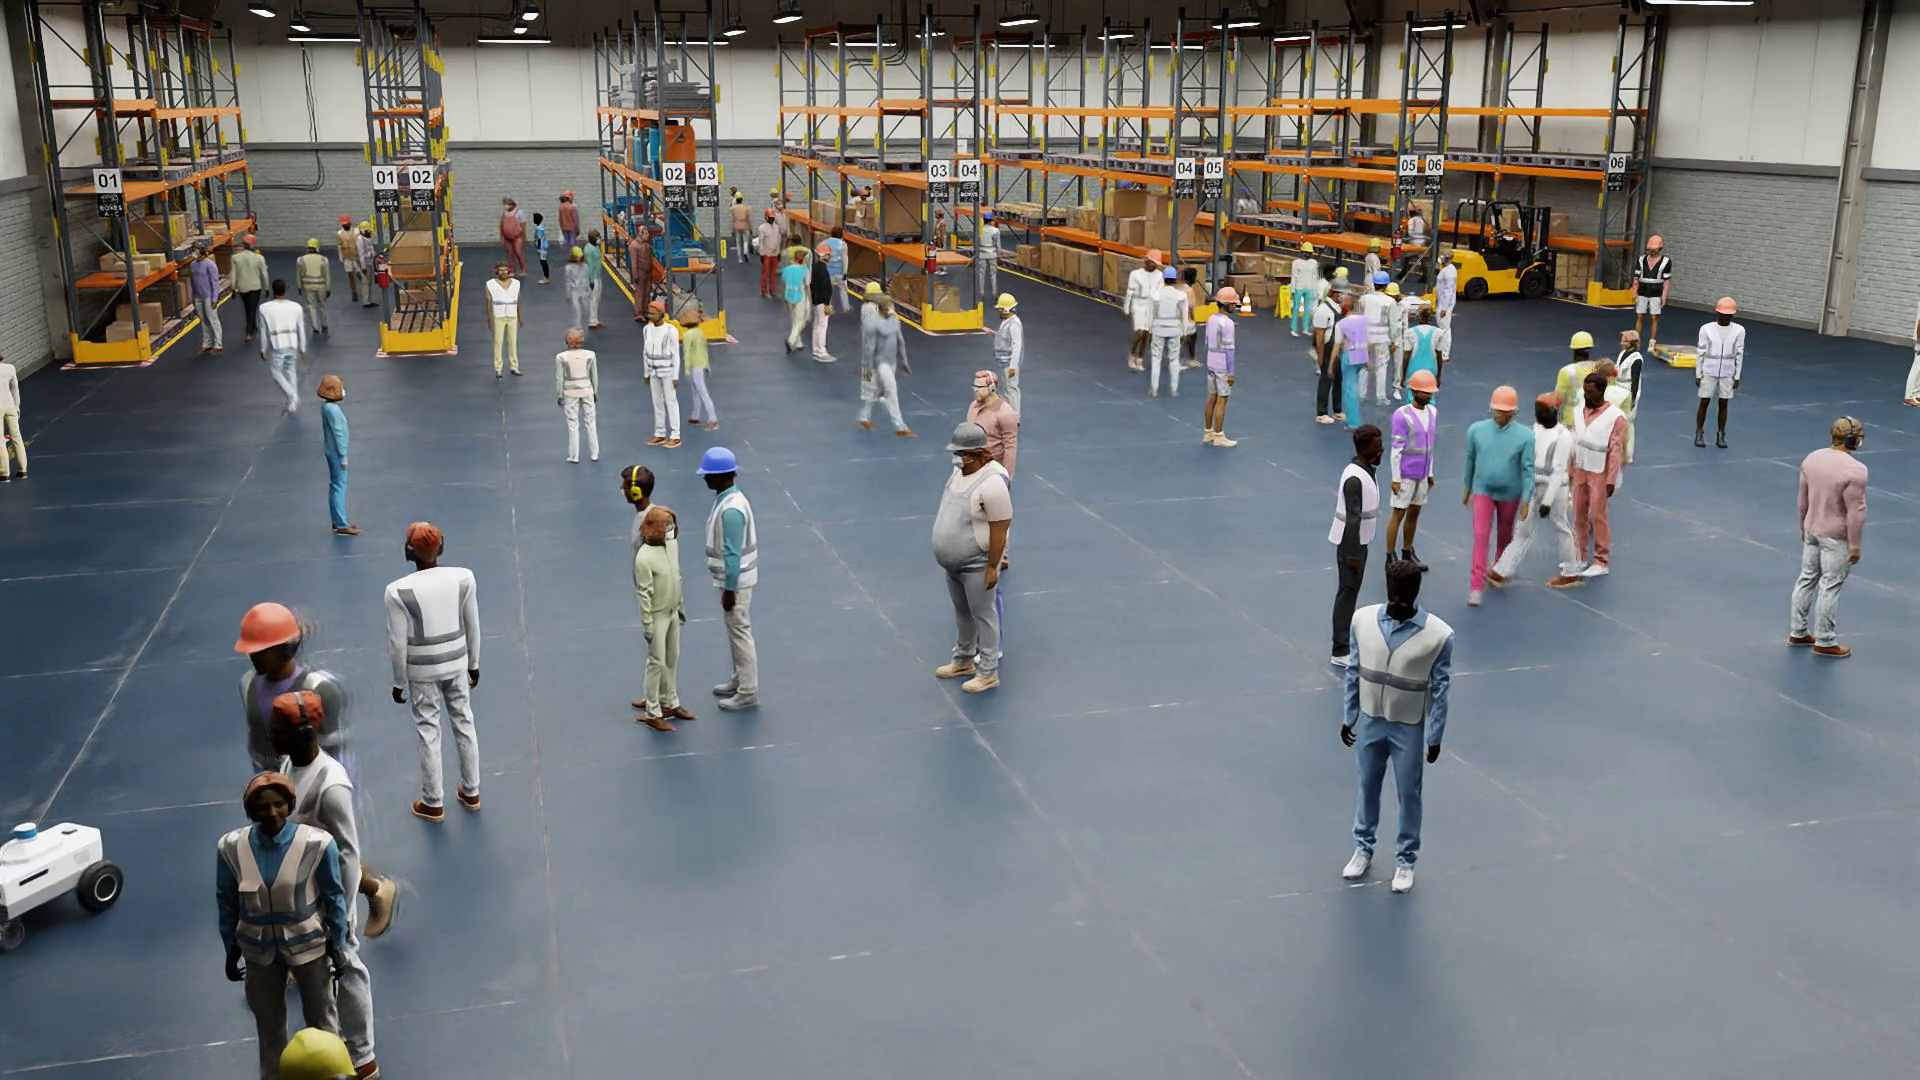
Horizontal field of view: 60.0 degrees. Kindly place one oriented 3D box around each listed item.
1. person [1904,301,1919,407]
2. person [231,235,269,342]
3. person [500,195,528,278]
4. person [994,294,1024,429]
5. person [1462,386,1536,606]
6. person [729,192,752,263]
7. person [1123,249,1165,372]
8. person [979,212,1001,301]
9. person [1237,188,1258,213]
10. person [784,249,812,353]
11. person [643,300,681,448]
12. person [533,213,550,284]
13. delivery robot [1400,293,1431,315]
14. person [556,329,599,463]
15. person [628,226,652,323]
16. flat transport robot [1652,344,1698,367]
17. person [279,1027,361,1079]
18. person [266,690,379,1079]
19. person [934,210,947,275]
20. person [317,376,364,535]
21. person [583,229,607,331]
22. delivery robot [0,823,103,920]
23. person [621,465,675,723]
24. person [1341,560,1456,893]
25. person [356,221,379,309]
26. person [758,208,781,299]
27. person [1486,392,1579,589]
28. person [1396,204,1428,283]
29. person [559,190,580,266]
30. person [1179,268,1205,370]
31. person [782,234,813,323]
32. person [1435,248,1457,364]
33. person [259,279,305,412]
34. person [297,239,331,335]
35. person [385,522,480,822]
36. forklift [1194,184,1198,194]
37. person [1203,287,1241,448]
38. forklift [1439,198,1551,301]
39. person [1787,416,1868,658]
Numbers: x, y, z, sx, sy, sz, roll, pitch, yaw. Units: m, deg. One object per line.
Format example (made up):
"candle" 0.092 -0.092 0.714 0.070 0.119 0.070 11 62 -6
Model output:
"person" 13.988 -2.872 24.071 0.531 1.870 0.317 -12 19 -39
"person" -13.056 -4.634 30.603 0.633 1.932 1.049 -2 15 -7
"person" -11.129 -7.570 41.421 0.714 2.000 0.535 4 16 16
"person" 0.652 -2.395 22.360 0.403 1.826 0.593 -2 15 -8
"person" 4.790 -0.439 14.807 0.627 1.934 1.080 7 16 24
"person" -5.916 -8.434 44.915 0.617 1.911 0.464 -2 15 -9
"person" 3.030 -3.712 26.996 0.658 1.997 0.556 -5 16 -19
"person" 0.608 -6.243 36.628 0.604 1.938 0.402 3 15 12
"person" 8.152 -9.029 47.202 0.606 1.900 0.992 -7 16 -24
"person" -2.865 -4.169 29.069 0.587 1.815 0.710 9 17 30
"person" -3.807 -2.119 21.226 0.576 1.879 0.346 10 18 32
"person" -10.068 -7.009 39.991 0.322 1.691 0.533 -2 15 -7
"delivery robot" 9.054 -4.708 33.321 0.707 0.478 0.477 9 17 30
"person" -4.662 -1.753 20.299 0.514 1.642 0.314 -7 16 -25
"person" -6.310 -5.288 33.126 0.401 1.896 0.650 5 16 19
"flat transport robot" 12.197 -3.113 28.042 0.652 0.197 1.431 2 15 8
"person" -1.821 2.266 4.954 0.328 1.759 0.524 13 19 40
"person" -2.843 1.558 7.378 0.356 1.883 0.573 -13 20 -40
"person" -0.492 -7.530 42.067 0.317 1.630 0.512 -5 16 -18
"person" -6.343 -0.866 16.975 0.285 1.633 0.500 -8 17 -29
"person" -7.024 -4.994 31.925 0.355 1.936 0.635 0 15 1
"delivery robot" -5.001 1.766 8.953 0.477 0.478 0.707 6 16 20
"person" -2.221 0.381 11.842 0.327 1.865 0.514 -3 15 -12
"person" 2.446 1.019 9.357 0.587 1.911 0.398 10 18 32
"person" -12.580 -5.834 35.297 0.404 1.827 0.601 -2 15 -7
"person" -4.211 -6.363 36.967 0.396 1.992 0.623 11 18 36
"person" 5.211 -0.424 14.933 1.027 1.823 0.592 -3 15 -13
"person" 11.010 -7.187 40.310 0.552 1.870 0.997 -10 18 -32
"person" -10.342 -8.262 44.117 0.622 1.991 0.389 8 17 29
"person" 3.792 -3.608 27.206 0.704 1.666 0.555 0 15 0
"person" -3.171 -5.085 32.571 0.635 1.784 0.976 0 15 0
"person" 8.110 -3.916 27.870 0.368 1.939 0.632 3 15 10
"person" -9.534 -2.724 23.459 0.617 1.900 0.625 -13 20 -40
"person" -12.207 -4.793 31.469 0.601 1.782 0.924 -5 16 -18
"person" -3.218 0.802 10.218 0.576 1.885 0.355 -13 20 -40
"forklift" 7.392 -11.333 53.972 1.873 2.768 1.129 -4 15 -15
"person" 3.359 -2.205 21.231 0.390 2.040 0.614 -5 16 -18
"forklift" 11.913 -6.508 37.130 2.313 2.155 1.214 -4 15 -15
"person" 6.932 -0.030 13.243 0.362 1.939 0.635 -4 15 -14
